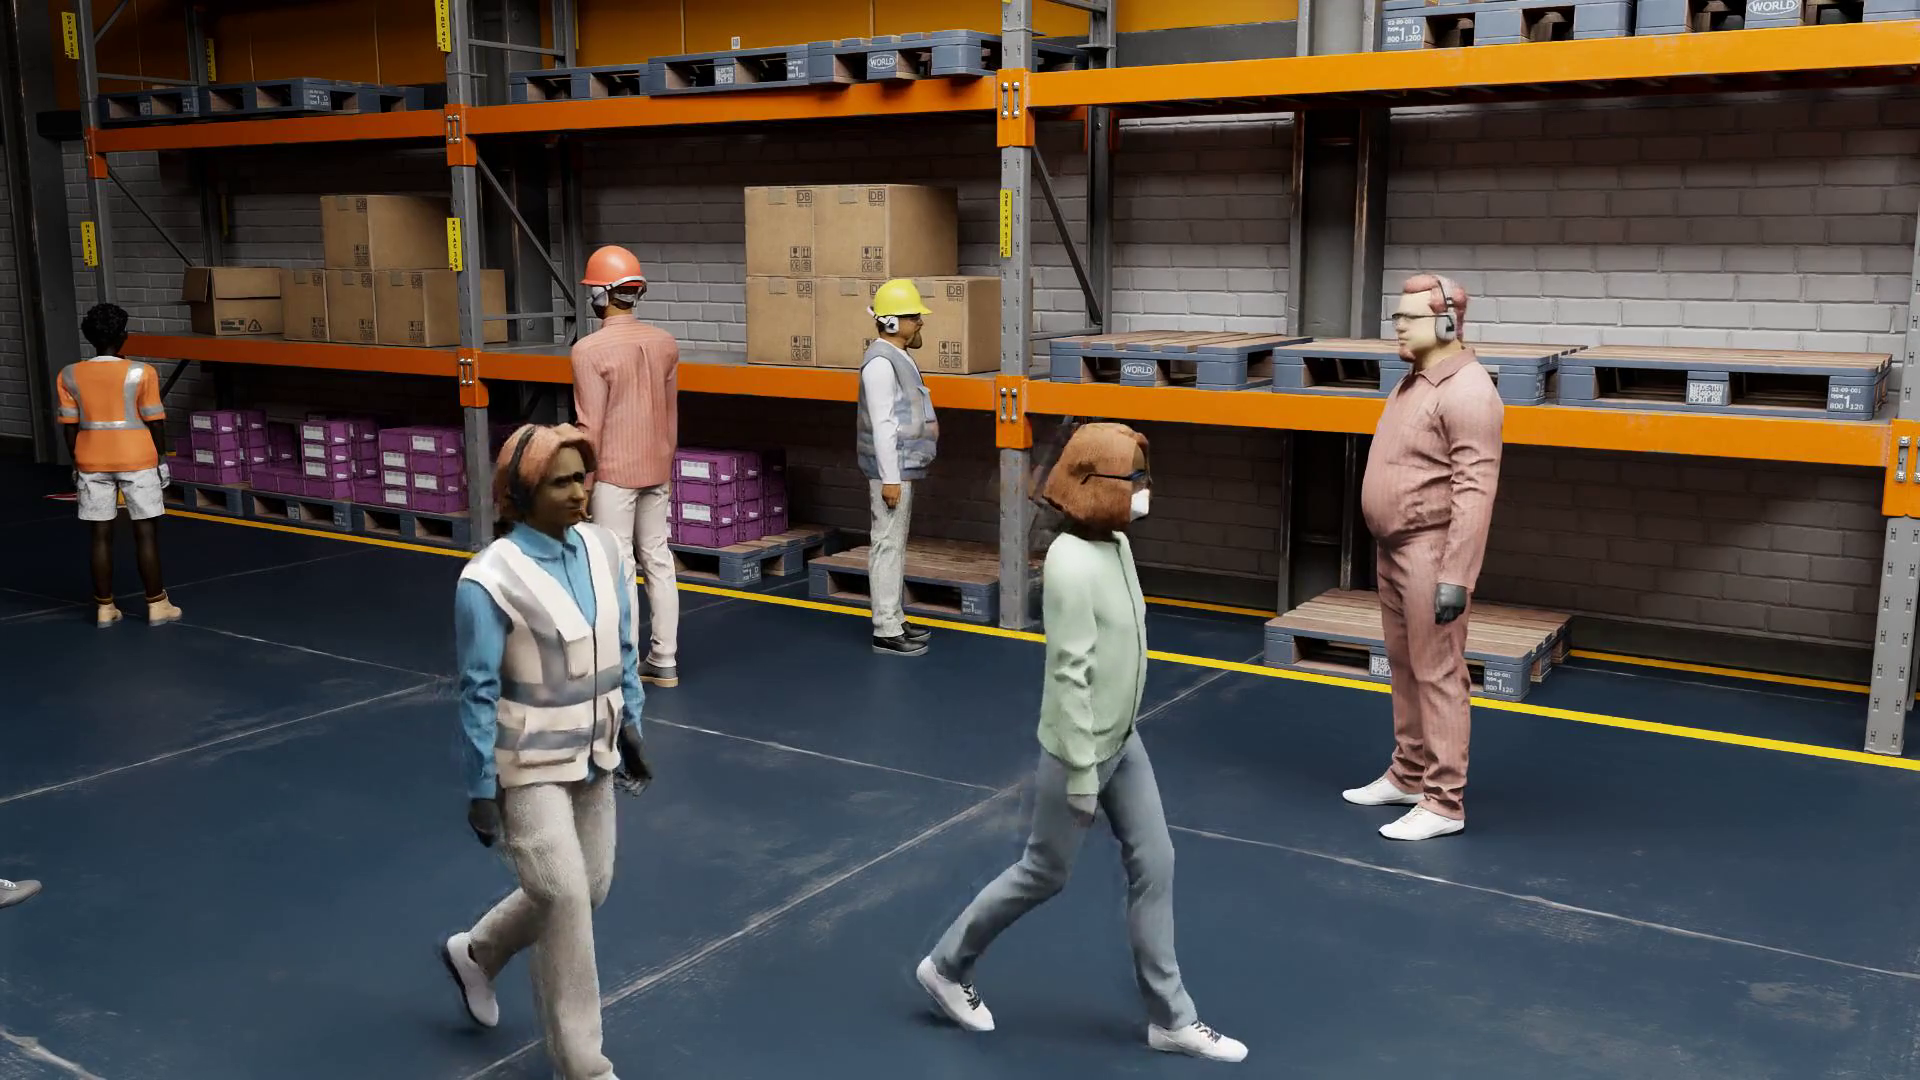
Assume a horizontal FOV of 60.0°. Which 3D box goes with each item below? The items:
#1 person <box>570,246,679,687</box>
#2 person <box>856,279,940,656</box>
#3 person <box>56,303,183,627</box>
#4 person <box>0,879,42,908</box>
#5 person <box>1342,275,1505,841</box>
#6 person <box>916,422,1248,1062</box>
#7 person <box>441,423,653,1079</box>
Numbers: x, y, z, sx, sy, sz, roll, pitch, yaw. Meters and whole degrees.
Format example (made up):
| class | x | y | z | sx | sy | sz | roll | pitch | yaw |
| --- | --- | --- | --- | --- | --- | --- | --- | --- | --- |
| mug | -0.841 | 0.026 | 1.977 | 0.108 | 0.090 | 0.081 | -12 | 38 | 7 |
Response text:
| class | x | y | z | sx | sy | sz | roll | pitch | yaw |
| --- | --- | --- | --- | --- | --- | --- | --- | --- | --- |
| person | -1.485 | -0.287 | 7.344 | 0.378 | 1.995 | 0.610 | 6 | 12 | 32 |
| person | -0.303 | -0.360 | 8.196 | 0.403 | 1.835 | 0.588 | 1 | 10 | 4 |
| person | -4.399 | -0.382 | 8.700 | 0.529 | 1.697 | 0.321 | -1 | 10 | -5 |
| person | -3.122 | 0.225 | 4.921 | 0.565 | 1.846 | 0.390 | 3 | 11 | 18 |
| person | 1.563 | 0.060 | 5.669 | 0.408 | 1.905 | 0.654 | -1 | 10 | -5 |
| person | 0.279 | 0.497 | 4.103 | 0.824 | 1.598 | 0.512 | 4 | 11 | 22 |
| person | -1.011 | 0.517 | 3.912 | 0.661 | 1.620 | 0.516 | 5 | 11 | 24 |
